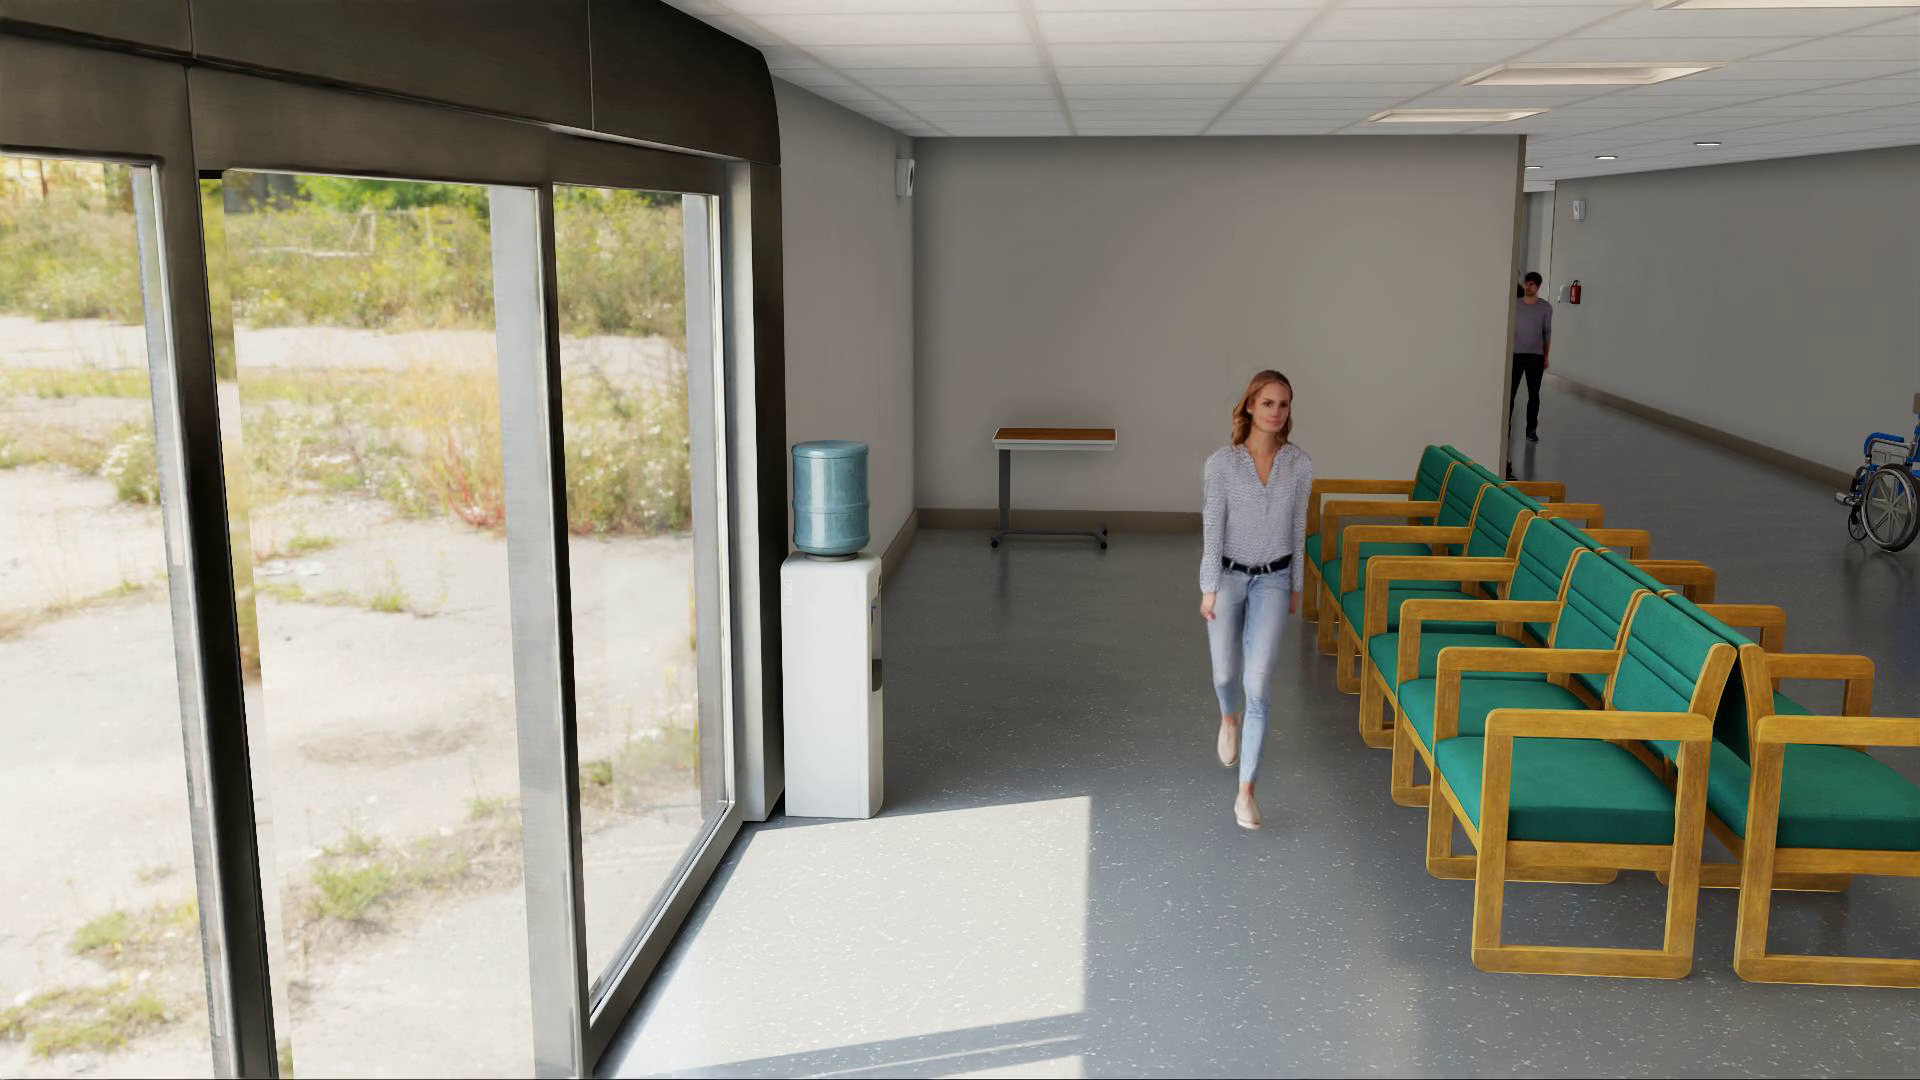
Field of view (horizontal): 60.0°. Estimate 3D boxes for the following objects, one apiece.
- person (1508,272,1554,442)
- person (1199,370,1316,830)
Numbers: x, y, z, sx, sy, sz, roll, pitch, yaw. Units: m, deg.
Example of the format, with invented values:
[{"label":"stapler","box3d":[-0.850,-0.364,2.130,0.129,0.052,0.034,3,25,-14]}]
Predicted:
[{"label":"person","box3d":[6.216,-2.022,18.273,0.538,1.842,0.752,3,11,14]},{"label":"person","box3d":[1.151,0.213,6.733,1.099,1.754,0.653,1,11,6]}]
